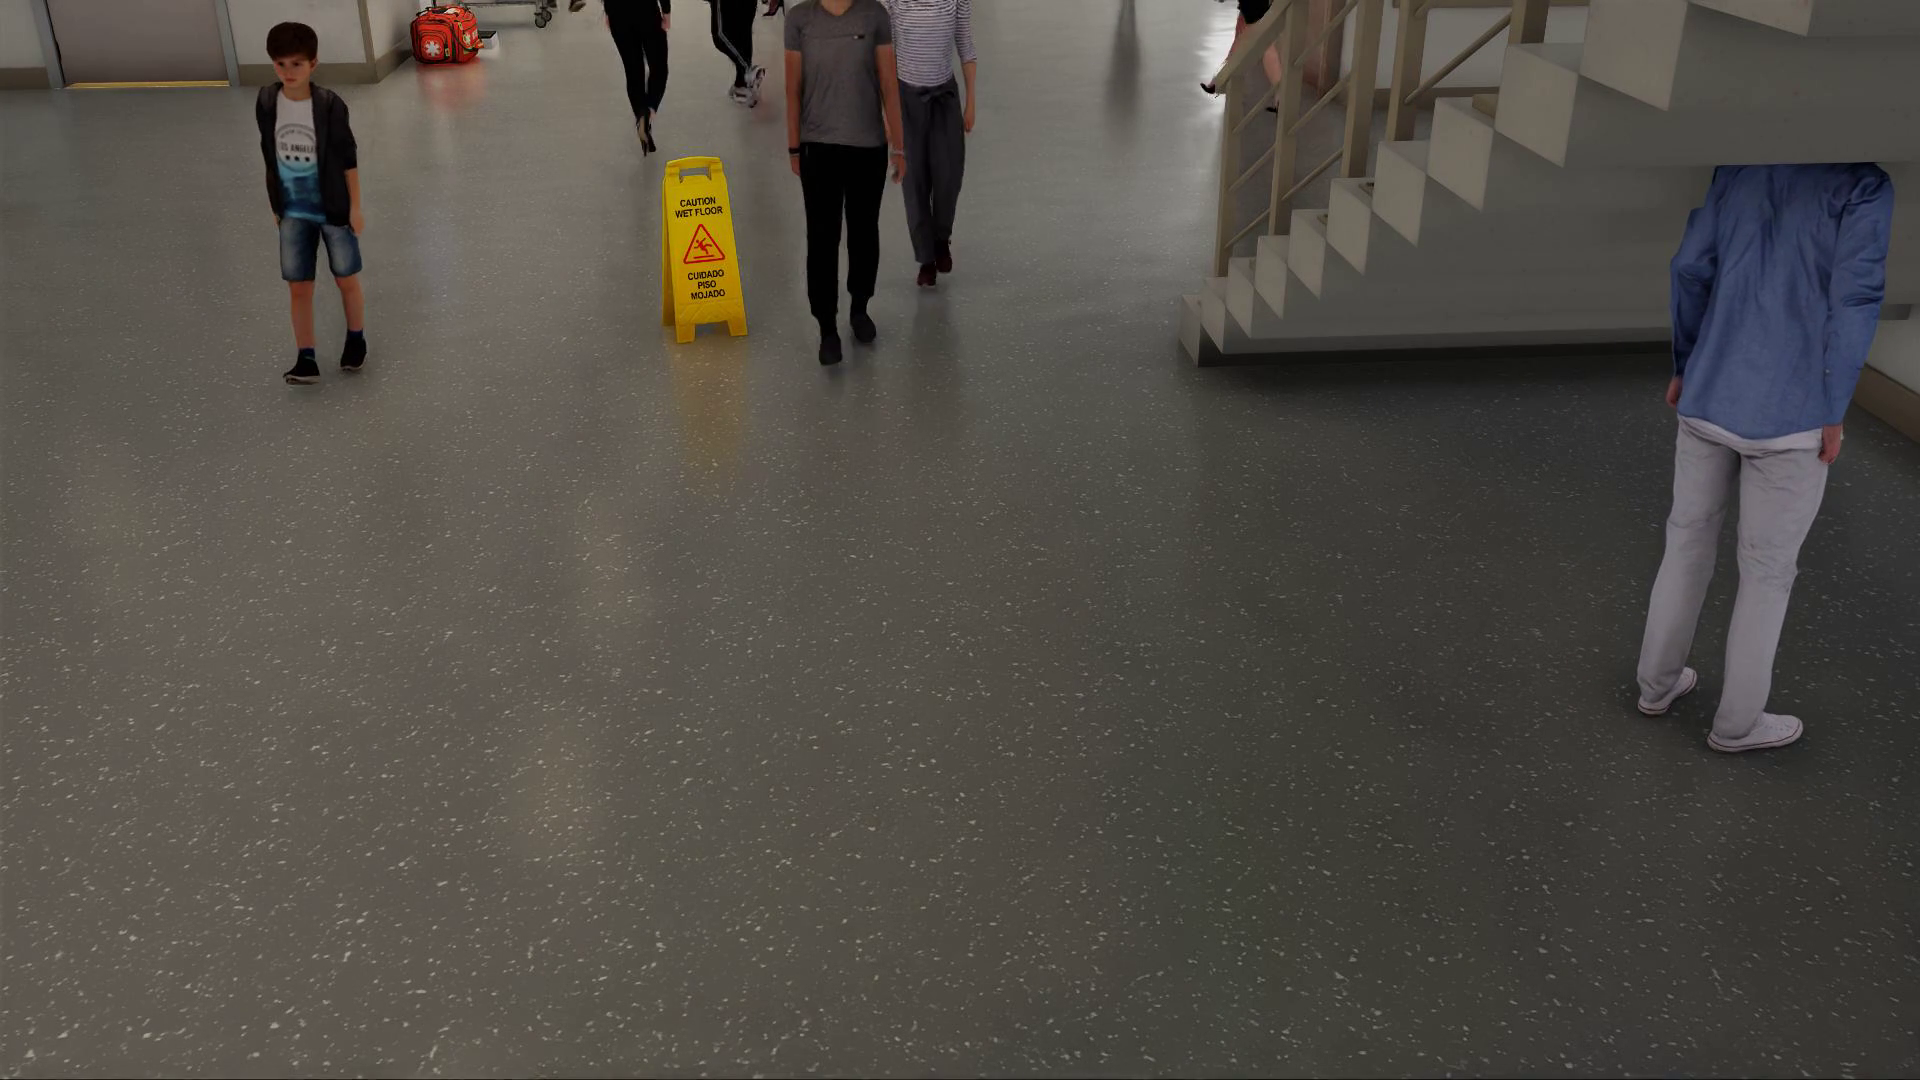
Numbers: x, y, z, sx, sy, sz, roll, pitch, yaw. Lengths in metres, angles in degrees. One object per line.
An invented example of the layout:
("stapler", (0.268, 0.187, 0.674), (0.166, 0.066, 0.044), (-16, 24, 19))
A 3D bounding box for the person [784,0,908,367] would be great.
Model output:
("person", (-0.501, -1.682, 7.098), (0.676, 1.729, 0.943), (-5, 26, -11))

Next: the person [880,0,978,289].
("person", (-0.166, -2.059, 7.891), (0.637, 1.719, 0.676), (1, 26, 1))

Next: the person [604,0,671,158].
("person", (-2.011, -3.203, 10.284), (0.634, 1.701, 0.799), (1, 26, 2))

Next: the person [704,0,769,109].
("person", (-1.551, -3.939, 11.691), (0.955, 1.804, 1.131), (-16, 30, -29))

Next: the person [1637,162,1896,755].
("person", (2.002, -0.355, 4.166), (0.798, 1.886, 0.673), (-15, 30, -28))

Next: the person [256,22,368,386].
("person", (-2.613, -1.379, 6.813), (0.555, 1.430, 0.797), (-1, 26, -1))

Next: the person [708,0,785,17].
("person", (-1.923, -5.788, 15.636), (0.927, 1.709, 1.085), (8, 27, 16))

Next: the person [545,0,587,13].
("person", (-3.950, -5.905, 15.950), (0.779, 1.647, 0.865), (-16, 30, -29))

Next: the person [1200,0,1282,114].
("person", (2.125, -3.784, 11.556), (1.116, 1.644, 1.033), (22, 33, 38))
